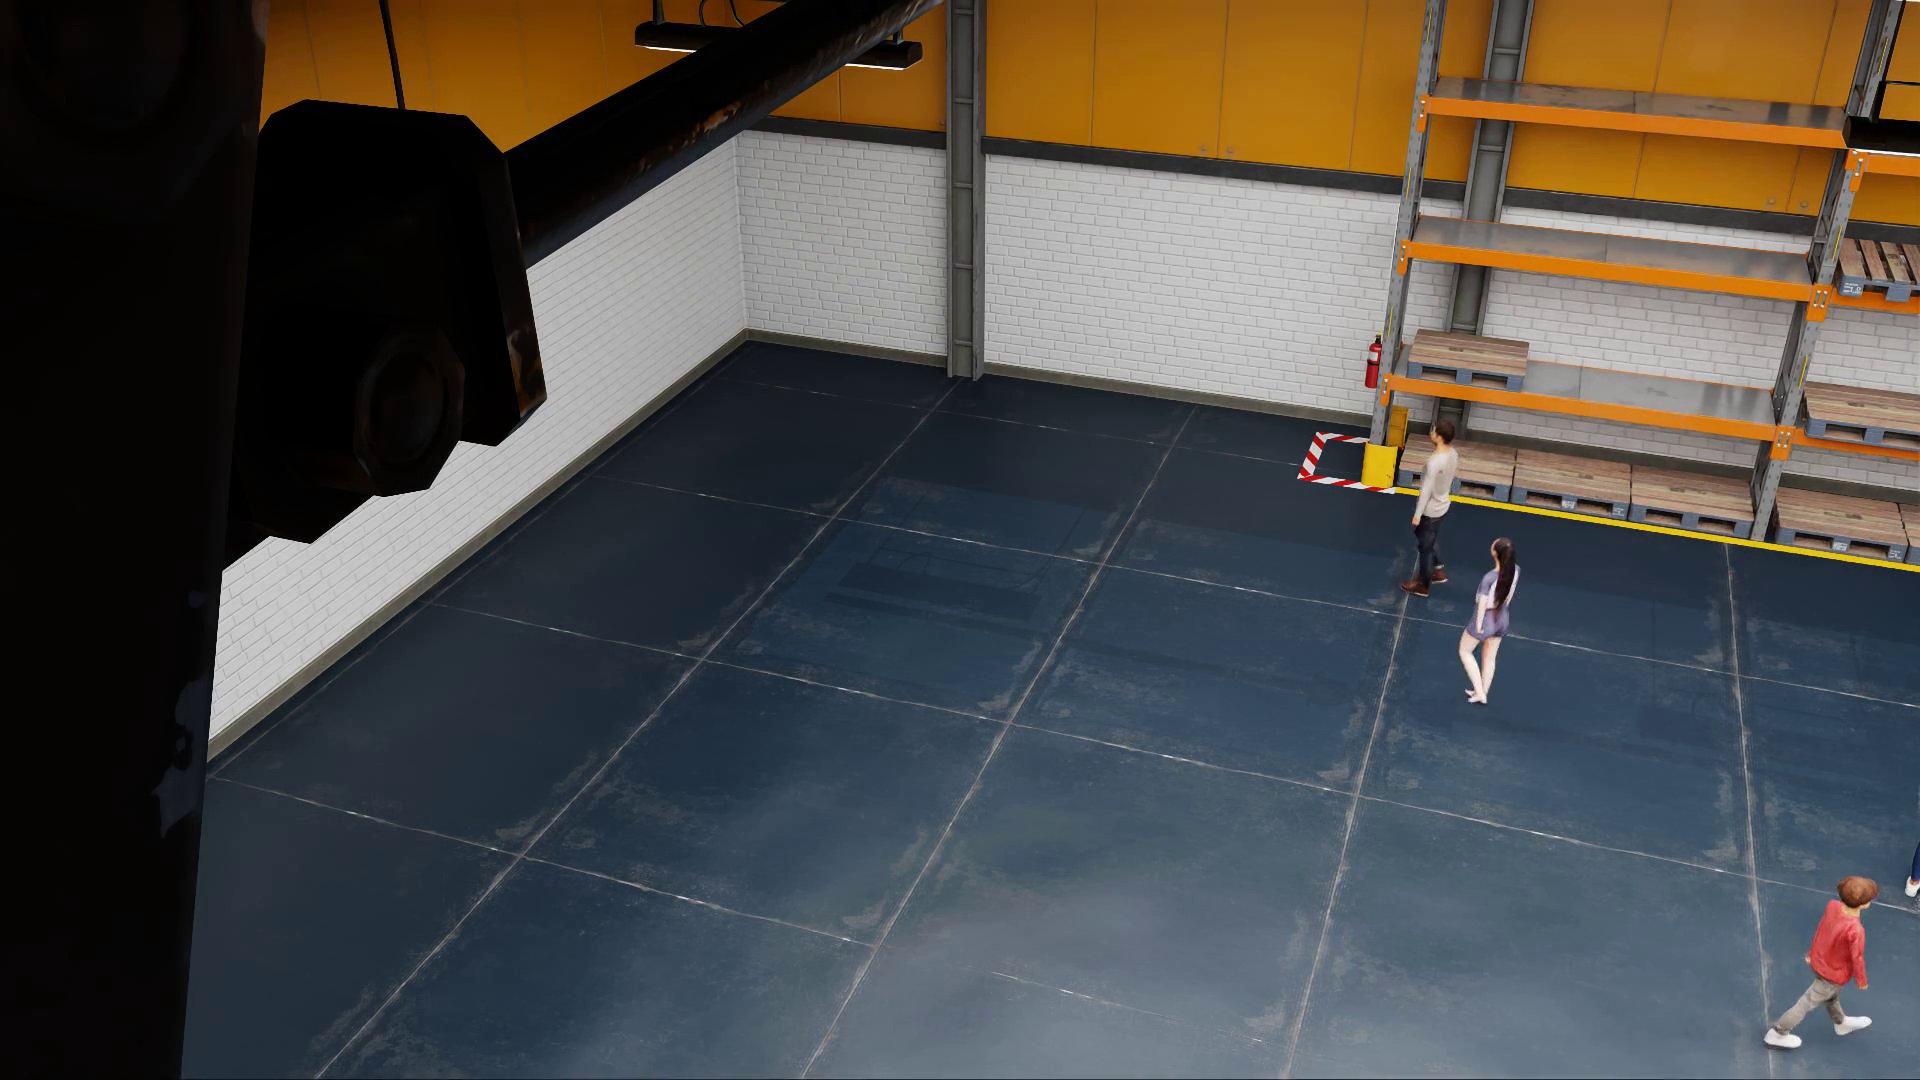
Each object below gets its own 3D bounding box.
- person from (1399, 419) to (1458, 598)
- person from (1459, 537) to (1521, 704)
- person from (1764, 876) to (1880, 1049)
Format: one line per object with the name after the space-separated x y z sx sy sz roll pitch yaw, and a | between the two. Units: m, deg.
4.622 -0.268 15.981 0.721 1.857 0.713 16 33 27 | person
4.628 0.742 14.357 0.725 1.638 0.789 -12 31 -21 | person
5.611 2.797 10.863 0.999 1.376 0.713 1 29 2 | person
